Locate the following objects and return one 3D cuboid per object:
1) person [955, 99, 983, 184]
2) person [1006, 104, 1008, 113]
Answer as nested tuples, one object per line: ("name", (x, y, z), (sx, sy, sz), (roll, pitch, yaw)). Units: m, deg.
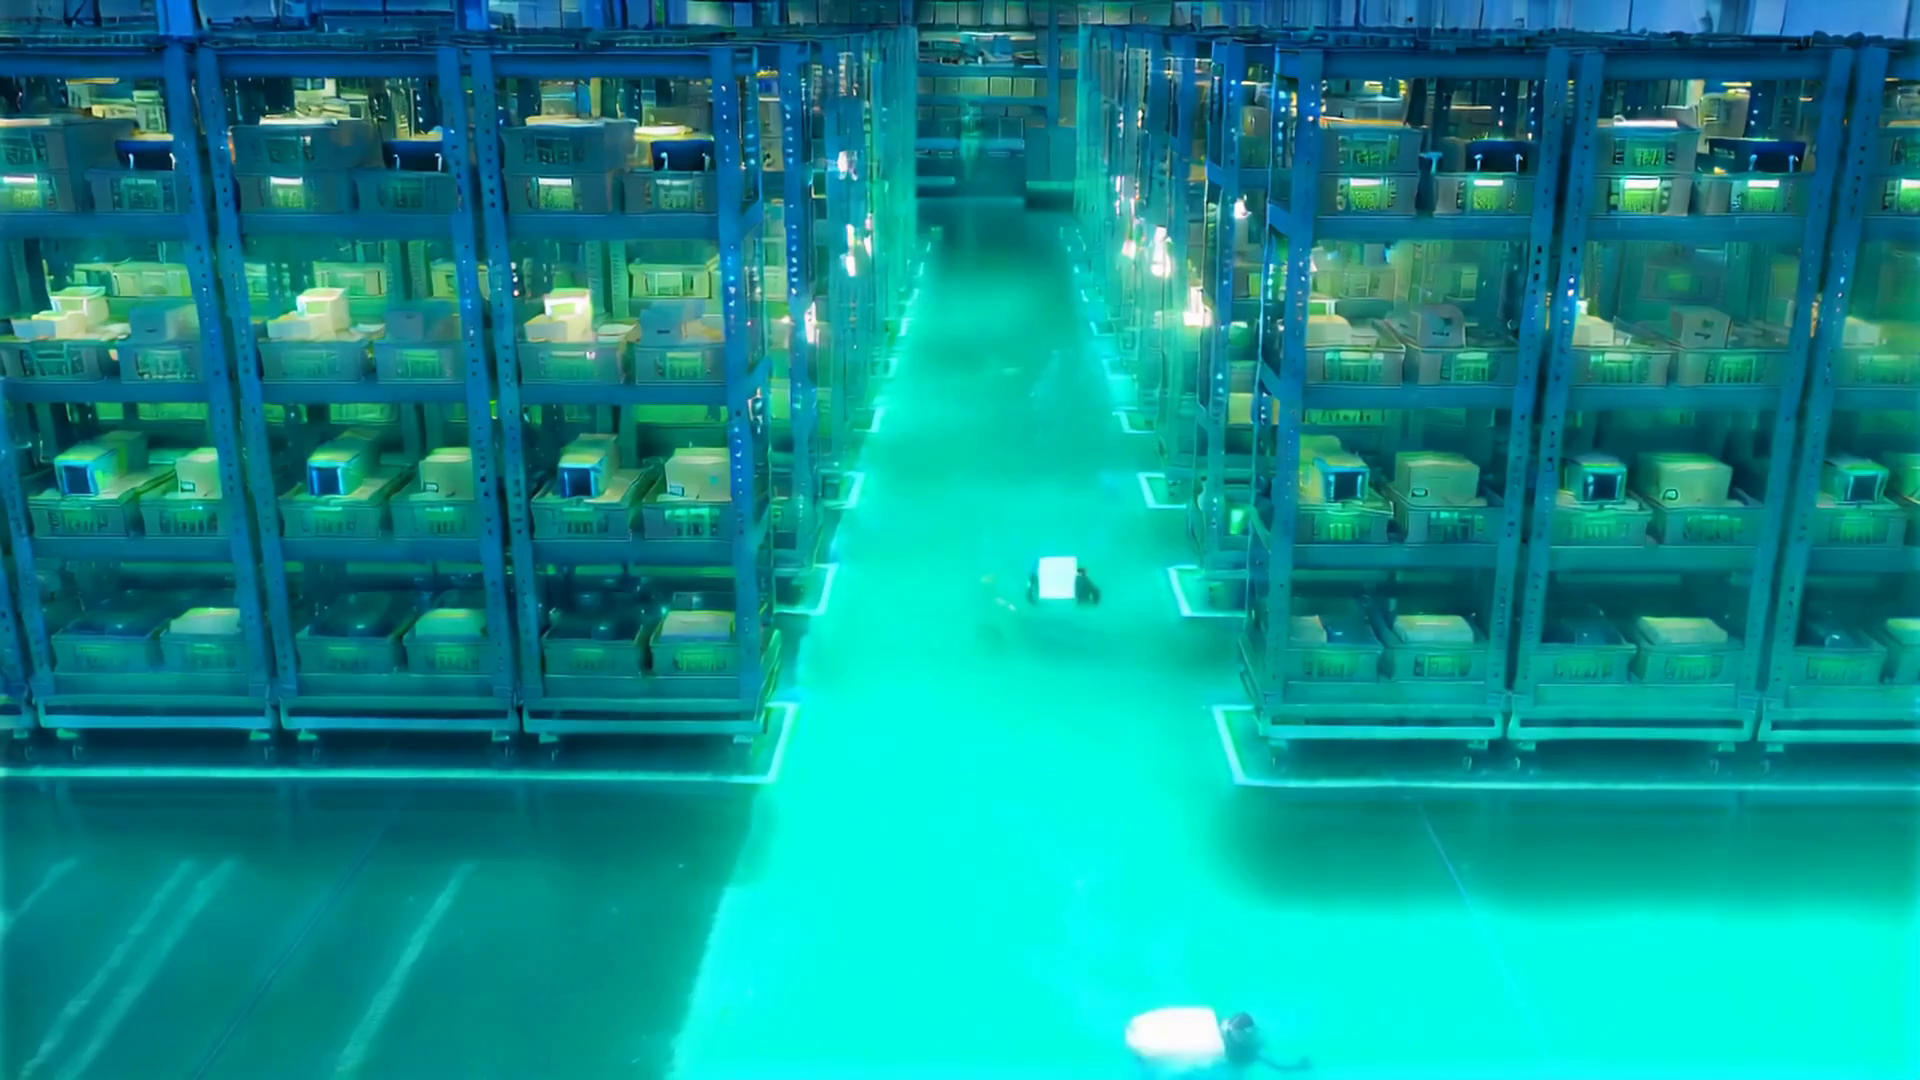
("person", (0.200, -9.249, 38.676), (0.615, 1.932, 0.441), (11, 21, 31))
("person", (1.216, -12.964, 50.729), (0.910, 1.808, 0.632), (-2, 18, -6))
